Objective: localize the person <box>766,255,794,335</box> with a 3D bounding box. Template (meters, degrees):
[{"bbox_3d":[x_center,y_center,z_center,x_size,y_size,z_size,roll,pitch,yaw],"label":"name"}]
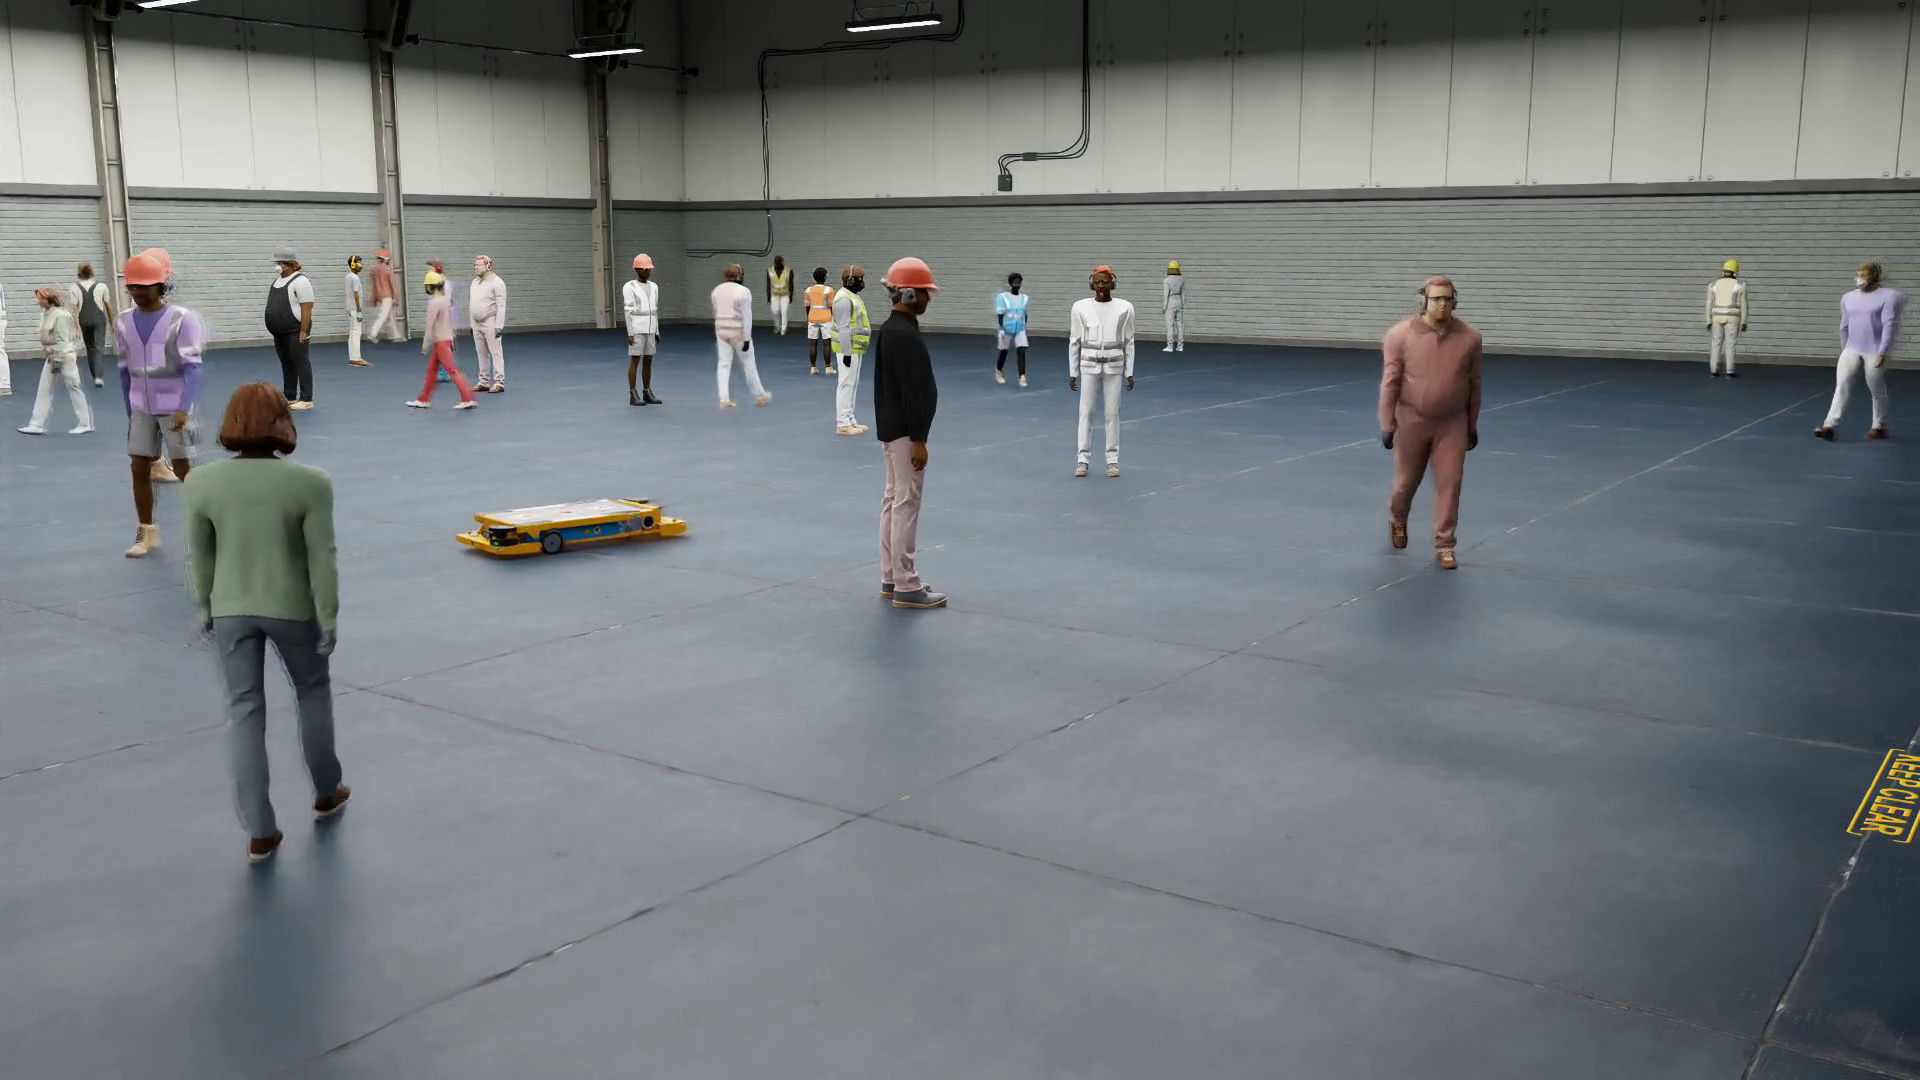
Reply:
[{"bbox_3d":[-4.090,-5.571,37.847,0.633,1.816,0.444,0,10,2],"label":"person"}]

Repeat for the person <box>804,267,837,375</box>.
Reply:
[{"bbox_3d":[-2.200,-3.457,26.319,0.535,1.697,0.318,4,11,21],"label":"person"}]

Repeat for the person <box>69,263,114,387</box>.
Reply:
[{"bbox_3d":[-12.649,-3.129,24.244,0.521,1.797,0.998,-4,11,-21],"label":"person"}]

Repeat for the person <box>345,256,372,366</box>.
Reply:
[{"bbox_3d":[-10.271,-3.893,28.291,0.331,1.866,0.513,-7,12,-33],"label":"person"}]

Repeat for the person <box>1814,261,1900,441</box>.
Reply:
[{"bbox_3d":[9.479,-1.967,17.466,1.037,1.885,0.638,-7,12,-34],"label":"person"}]

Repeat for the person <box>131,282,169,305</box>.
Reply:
[{"bbox_3d":[-12.404,-3.418,25.476,0.381,1.918,0.584,8,13,36],"label":"person"}]

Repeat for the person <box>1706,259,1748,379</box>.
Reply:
[{"bbox_3d":[11.819,-3.399,25.616,0.404,1.830,0.600,-10,14,-44],"label":"person"}]

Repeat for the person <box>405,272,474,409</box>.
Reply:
[{"bbox_3d":[-6.523,-2.485,20.801,0.904,1.714,0.540,0,10,0],"label":"person"}]

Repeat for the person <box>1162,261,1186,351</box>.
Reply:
[{"bbox_3d":[4.111,-4.506,32.060,0.492,1.742,0.324,-5,11,-26],"label":"person"}]

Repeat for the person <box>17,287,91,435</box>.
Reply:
[{"bbox_3d":[-9.812,-1.913,17.934,0.520,1.600,0.793,7,12,34],"label":"person"}]

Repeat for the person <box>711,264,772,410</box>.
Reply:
[{"bbox_3d":[-2.781,-2.566,21.010,0.629,1.804,0.869,5,11,27],"label":"person"}]

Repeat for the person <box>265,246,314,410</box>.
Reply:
[{"bbox_3d":[-8.427,-2.653,20.850,0.682,2.000,0.537,7,12,35],"label":"person"}]

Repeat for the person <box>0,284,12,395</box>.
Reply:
[{"bbox_3d":[-13.255,-2.920,22.788,0.349,1.882,0.584,-7,13,-36],"label":"person"}]

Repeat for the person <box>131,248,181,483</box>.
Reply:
[{"bbox_3d":[-6.978,-1.516,14.503,0.386,2.034,0.604,-4,11,-21],"label":"person"}]

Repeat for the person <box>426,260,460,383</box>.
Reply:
[{"bbox_3d":[-7.731,-3.241,24.725,0.449,1.828,0.601,-9,13,-41],"label":"person"}]

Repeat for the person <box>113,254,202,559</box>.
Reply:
[{"bbox_3d":[-5.299,-0.895,11.135,0.631,2.009,0.675,1,10,7],"label":"person"}]

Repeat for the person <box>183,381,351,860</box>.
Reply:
[{"bbox_3d":[-2.400,0.250,5.811,0.502,1.607,0.724,-2,10,-11],"label":"person"}]

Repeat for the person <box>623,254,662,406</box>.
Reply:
[{"bbox_3d":[-4.062,-2.699,21.391,0.374,1.939,0.545,8,13,37],"label":"person"}]

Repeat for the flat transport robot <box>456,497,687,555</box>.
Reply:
[{"bbox_3d":[-2.688,-0.108,11.550,1.431,0.197,0.652,-9,13,-40],"label":"flat transport robot"}]

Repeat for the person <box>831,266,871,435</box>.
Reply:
[{"bbox_3d":[-1.184,-2.065,18.152,0.430,1.836,0.627,1,10,6],"label":"person"}]

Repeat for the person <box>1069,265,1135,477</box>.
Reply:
[{"bbox_3d":[1.261,-1.499,14.823,0.583,1.881,0.337,1,10,3],"label":"person"}]

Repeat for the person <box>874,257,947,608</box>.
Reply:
[{"bbox_3d":[-0.302,-0.612,9.548,0.376,1.995,0.611,-3,10,-14],"label":"person"}]

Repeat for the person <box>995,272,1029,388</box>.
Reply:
[{"bbox_3d":[0.742,-3.062,24.197,0.529,1.665,0.830,-4,11,-19],"label":"person"}]

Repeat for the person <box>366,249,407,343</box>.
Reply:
[{"bbox_3d":[-12.017,-5.075,34.675,0.634,1.956,0.996,7,12,34],"label":"person"}]

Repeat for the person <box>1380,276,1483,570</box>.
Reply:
[{"bbox_3d":[3.075,-0.794,10.924,0.655,1.879,0.867,1,10,4],"label":"person"}]

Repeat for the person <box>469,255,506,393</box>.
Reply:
[{"bbox_3d":[-6.608,-3.001,23.177,0.643,1.909,0.410,6,12,32],"label":"person"}]
